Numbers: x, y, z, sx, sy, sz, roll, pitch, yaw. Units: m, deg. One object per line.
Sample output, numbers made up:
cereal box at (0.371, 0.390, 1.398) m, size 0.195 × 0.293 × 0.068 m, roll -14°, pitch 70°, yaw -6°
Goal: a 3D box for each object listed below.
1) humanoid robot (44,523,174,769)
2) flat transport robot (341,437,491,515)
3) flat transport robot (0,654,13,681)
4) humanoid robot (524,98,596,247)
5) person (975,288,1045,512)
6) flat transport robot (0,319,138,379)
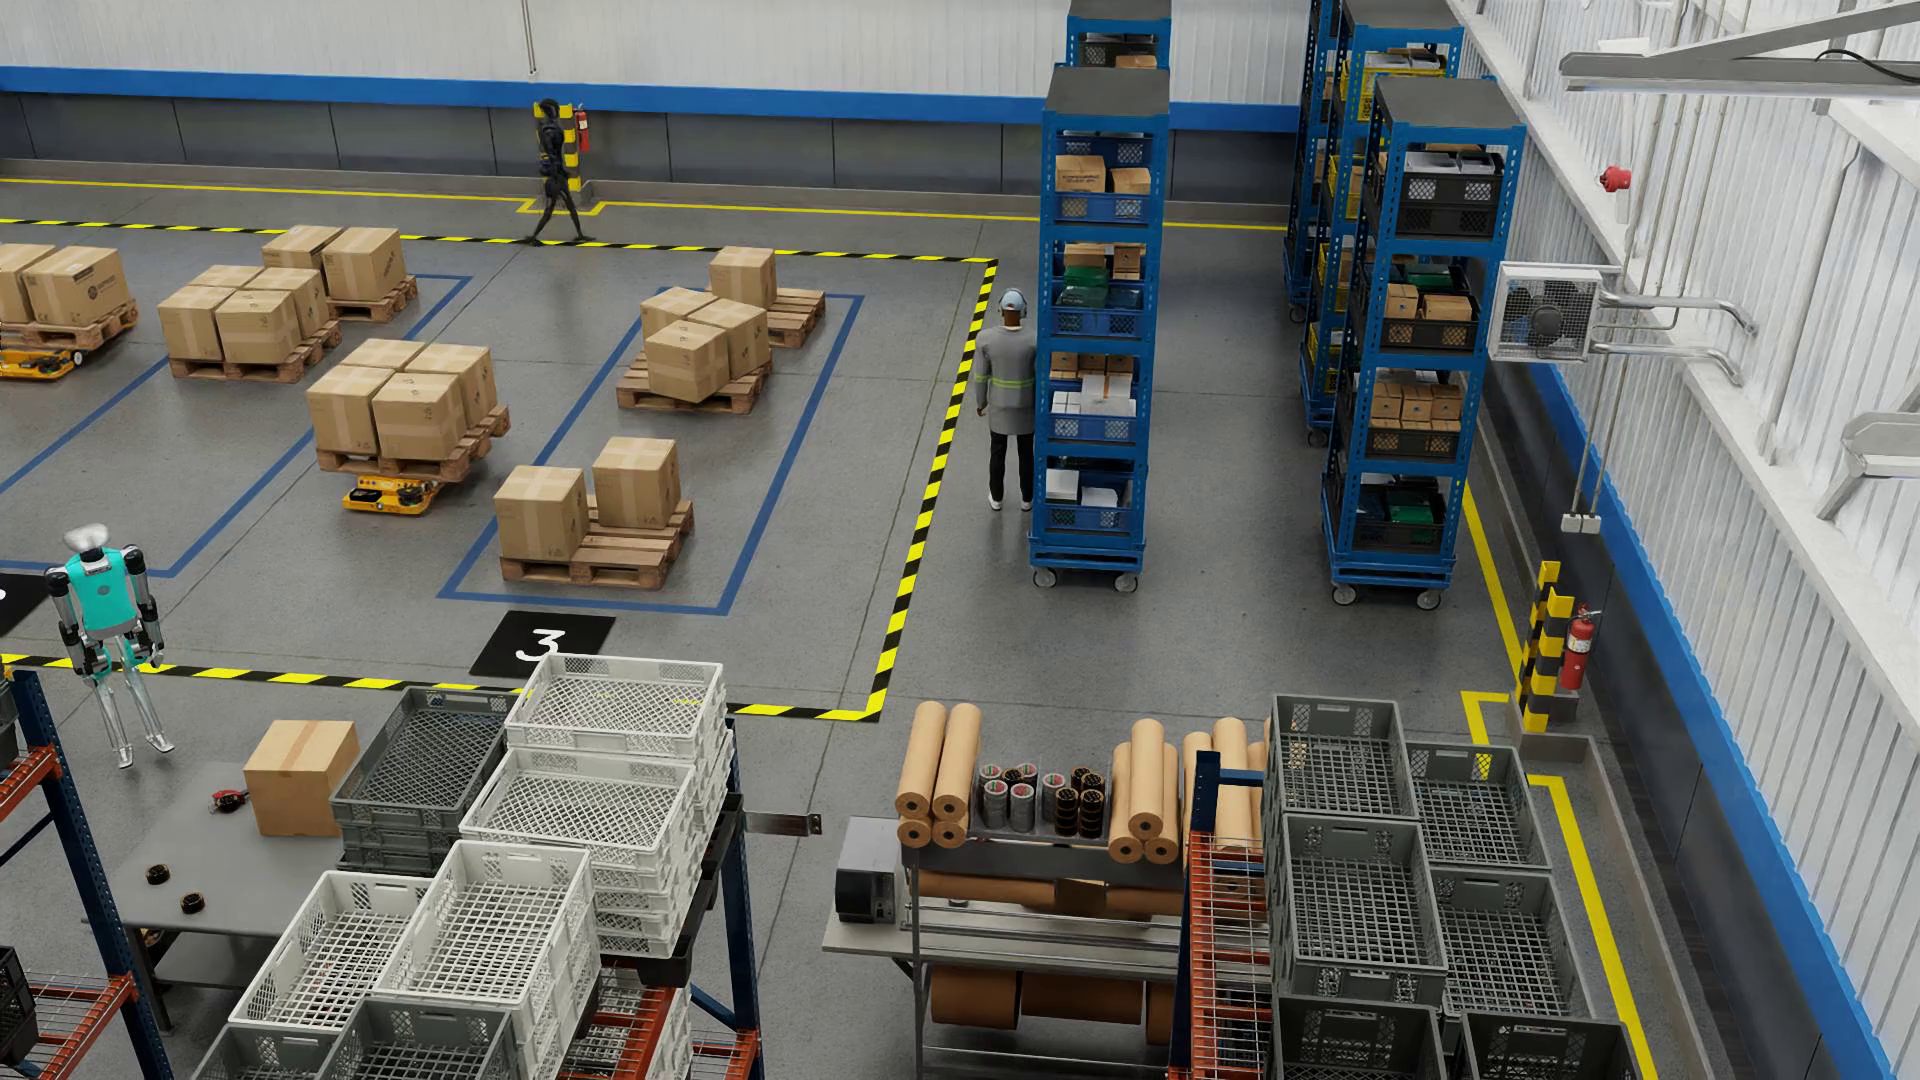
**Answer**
humanoid robot at (-5.168, 0.568, 10.100) m, size 0.533 × 1.681 × 0.735 m, roll -21°, pitch 36°, yaw -32°
flat transport robot at (-4.480, -0.656, 13.772) m, size 0.652 × 0.197 × 1.431 m, roll 5°, pitch 31°, yaw 9°
flat transport robot at (-7.142, 0.969, 11.010) m, size 1.431 × 0.231 × 0.659 m, roll 3°, pitch 30°, yaw 6°
humanoid robot at (-4.476, -4.023, 18.230) m, size 0.766 × 1.638 × 0.591 m, roll -3°, pitch 30°, yaw -4°
person at (0.410, -1.085, 12.968) m, size 0.586 × 1.848 × 0.394 m, roll 3°, pitch 30°, yaw 5°
flat transport robot at (-8.601, -1.935, 15.970) m, size 0.652 × 0.197 × 1.431 m, roll 3°, pitch 30°, yaw 6°
